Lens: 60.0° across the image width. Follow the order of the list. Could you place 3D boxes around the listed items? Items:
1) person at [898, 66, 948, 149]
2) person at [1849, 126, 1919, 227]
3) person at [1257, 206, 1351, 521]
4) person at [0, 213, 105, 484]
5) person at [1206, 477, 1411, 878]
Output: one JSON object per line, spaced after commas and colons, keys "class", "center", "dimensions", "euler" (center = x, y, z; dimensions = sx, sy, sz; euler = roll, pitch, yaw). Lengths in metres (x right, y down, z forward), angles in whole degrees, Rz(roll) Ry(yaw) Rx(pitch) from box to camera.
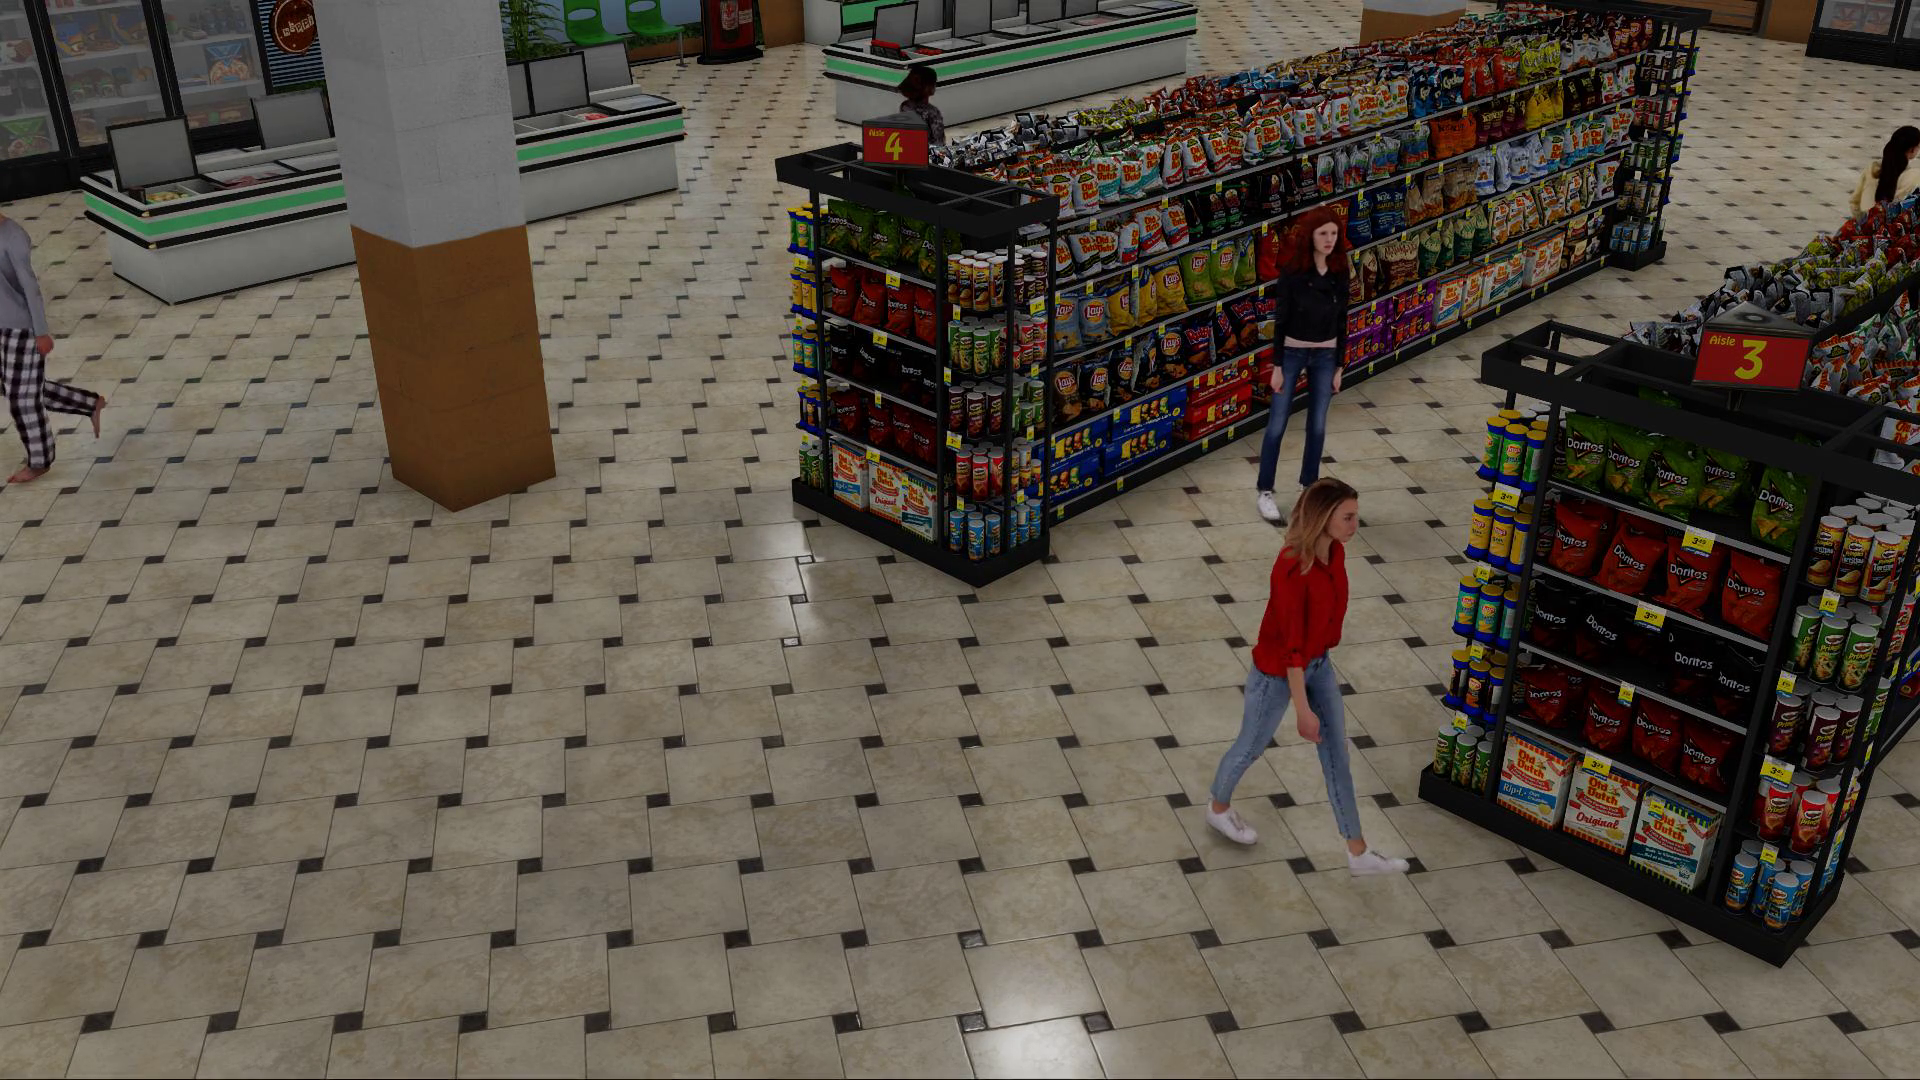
{"class": "person", "center": [-0.359, -2.744, 12.819], "dimensions": [1.143, 1.662, 0.655], "euler": [-21, 34, -35]}
{"class": "person", "center": [6.246, -1.990, 11.417], "dimensions": [1.120, 1.585, 0.730], "euler": [-20, 33, -33]}
{"class": "person", "center": [1.897, -0.964, 9.169], "dimensions": [0.646, 1.787, 0.721], "euler": [-3, 27, -5]}
{"class": "person", "center": [-5.466, -1.278, 9.743], "dimensions": [0.783, 1.829, 1.033], "euler": [14, 30, 26]}
{"class": "person", "center": [1.197, 0.522, 6.383], "dimensions": [0.692, 1.659, 1.008], "euler": [23, 35, 38]}
